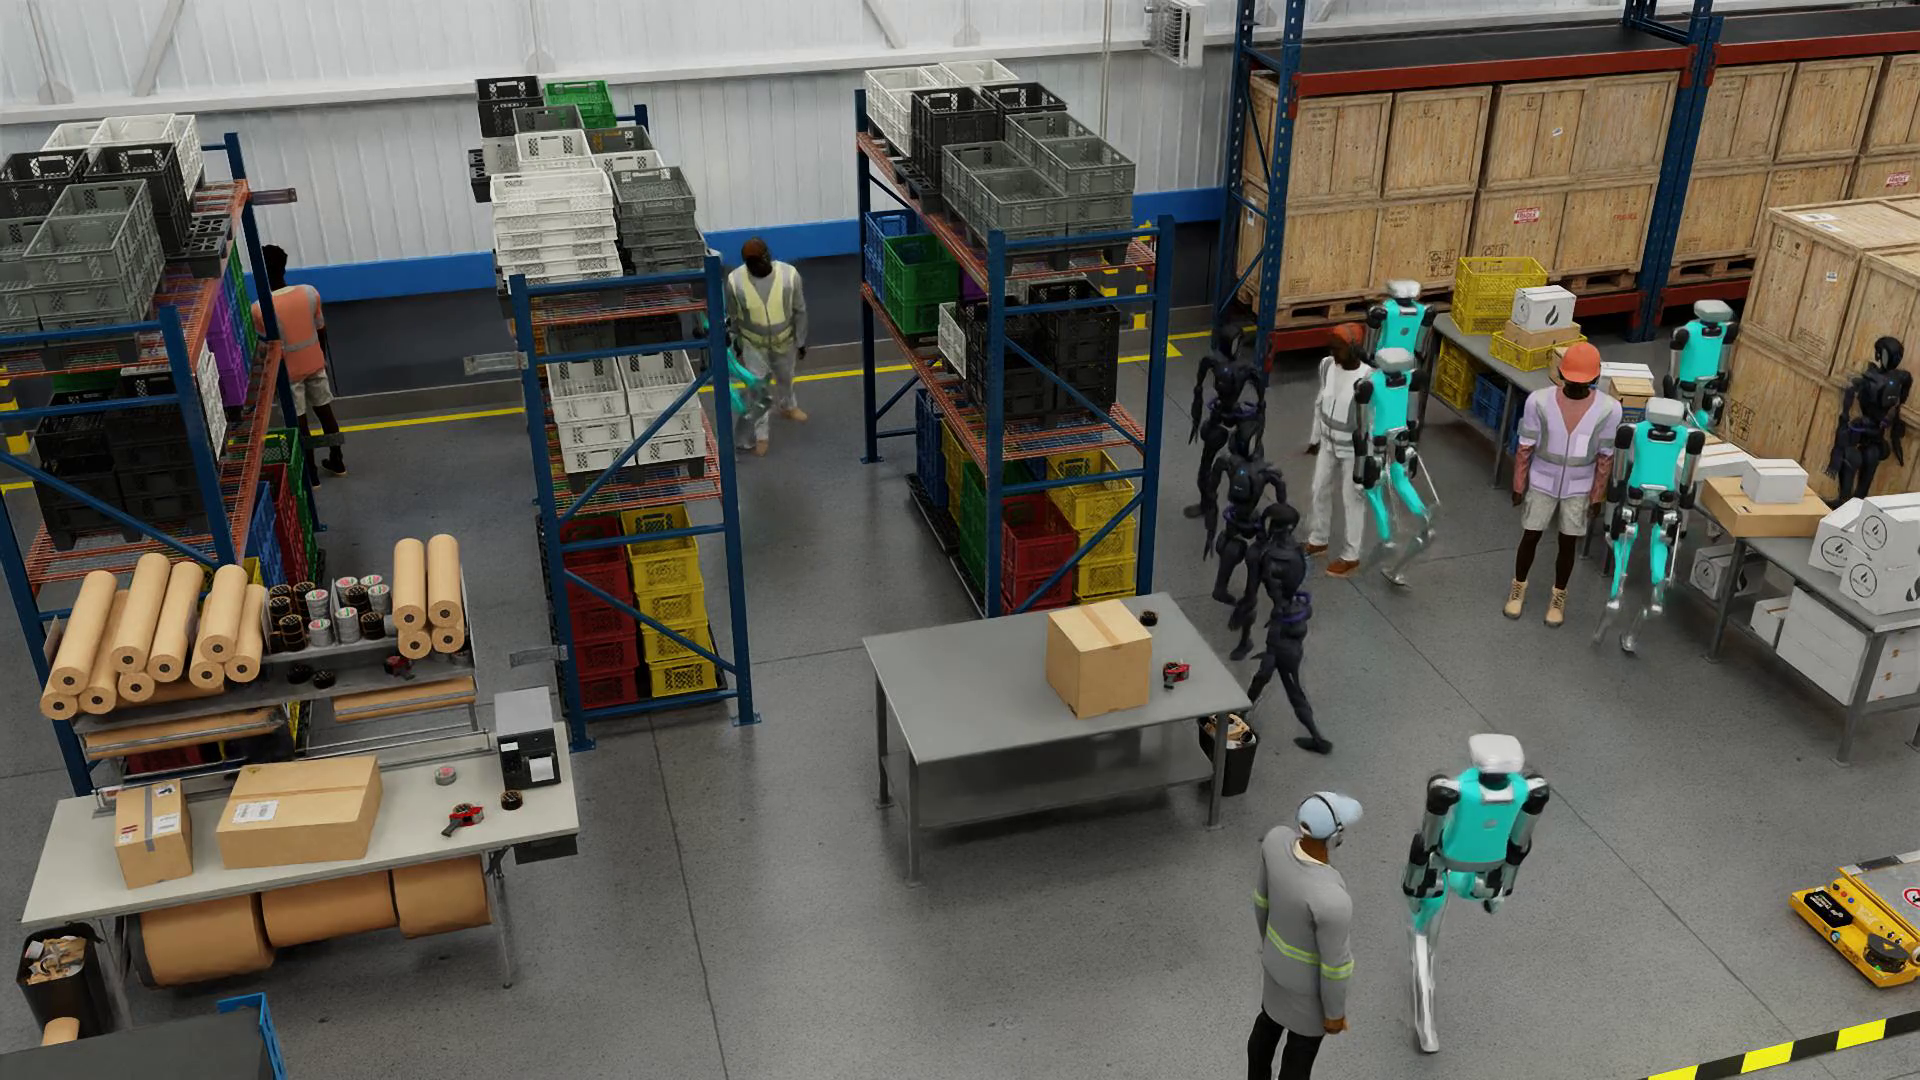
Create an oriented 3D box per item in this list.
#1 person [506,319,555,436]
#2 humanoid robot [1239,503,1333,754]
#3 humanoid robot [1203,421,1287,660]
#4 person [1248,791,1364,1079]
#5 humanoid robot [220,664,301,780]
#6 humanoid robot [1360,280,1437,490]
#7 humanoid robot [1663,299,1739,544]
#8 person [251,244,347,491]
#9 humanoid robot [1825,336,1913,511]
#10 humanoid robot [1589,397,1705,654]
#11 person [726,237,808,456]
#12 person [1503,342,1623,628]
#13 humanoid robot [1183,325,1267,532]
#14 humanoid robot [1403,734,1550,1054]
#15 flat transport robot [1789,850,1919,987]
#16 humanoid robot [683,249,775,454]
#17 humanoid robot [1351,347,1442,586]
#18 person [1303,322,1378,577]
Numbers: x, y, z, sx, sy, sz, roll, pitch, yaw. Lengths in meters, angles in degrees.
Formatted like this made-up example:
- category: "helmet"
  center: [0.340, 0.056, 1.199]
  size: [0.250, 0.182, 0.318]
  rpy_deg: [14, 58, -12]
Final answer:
- category: "person"
  center: [-3.514, -1.735, 13.705]
  size: [0.403, 1.824, 0.592]
  rpy_deg: [5, 29, 10]
- category: "humanoid robot"
  center: [1.898, 0.527, 9.786]
  size: [0.761, 1.625, 0.603]
  rpy_deg: [10, 30, 18]
- category: "humanoid robot"
  center: [1.881, -0.023, 10.748]
  size: [0.589, 1.646, 0.439]
  rpy_deg: [18, 33, 29]
- category: "person"
  center: [1.493, 1.840, 7.169]
  size: [0.380, 1.851, 0.596]
  rpy_deg: [-11, 31, -20]
- category: "humanoid robot"
  center: [-3.523, 1.274, 8.397]
  size: [0.626, 1.638, 0.412]
  rpy_deg: [17, 33, 27]
- category: "humanoid robot"
  center: [3.258, -1.254, 12.951]
  size: [0.544, 1.752, 1.027]
  rpy_deg: [-5, 29, -9]
- category: "humanoid robot"
  center: [5.504, -0.792, 12.110]
  size: [0.538, 1.769, 0.982]
  rpy_deg: [-7, 30, -13]
- category: "person"
  center: [-5.115, -1.323, 12.808]
  size: [0.369, 1.966, 0.600]
  rpy_deg: [17, 33, 29]
- category: "humanoid robot"
  center: [6.504, -0.704, 11.981]
  size: [0.589, 1.649, 0.406]
  rpy_deg: [-8, 30, -13]
- category: "humanoid robot"
  center: [4.374, 0.031, 10.641]
  size: [0.556, 1.854, 0.668]
  rpy_deg: [8, 30, 14]
- category: "person"
  center: [-1.576, -1.661, 13.600]
  size: [0.639, 1.807, 0.805]
  rpy_deg: [-6, 29, -11]
- category: "person"
  center: [3.959, -0.359, 10.992]
  size: [0.598, 2.035, 0.401]
  rpy_deg: [10, 30, 17]
- category: "humanoid robot"
  center: [1.967, -0.828, 12.218]
  size: [0.634, 1.637, 0.401]
  rpy_deg: [17, 33, 28]
- category: "humanoid robot"
  center: [2.312, 1.527, 7.861]
  size: [0.530, 1.765, 0.858]
  rpy_deg: [-1, 29, -1]
- category: "flat transport robot"
  center: [5.163, 1.916, 8.676]
  size: [1.431, 0.231, 0.659]
  rpy_deg: [-8, 30, -14]
- category: "humanoid robot"
  center: [-1.769, -1.390, 13.251]
  size: [0.707, 1.865, 0.552]
  rpy_deg: [8, 30, 15]
- category: "humanoid robot"
  center: [3.005, -0.390, 11.372]
  size: [0.555, 1.807, 0.791]
  rpy_deg: [-12, 31, -21]
- category: "person"
  center: [2.695, -0.639, 11.649]
  size: [0.365, 1.879, 0.636]
  rpy_deg: [-17, 33, -28]
